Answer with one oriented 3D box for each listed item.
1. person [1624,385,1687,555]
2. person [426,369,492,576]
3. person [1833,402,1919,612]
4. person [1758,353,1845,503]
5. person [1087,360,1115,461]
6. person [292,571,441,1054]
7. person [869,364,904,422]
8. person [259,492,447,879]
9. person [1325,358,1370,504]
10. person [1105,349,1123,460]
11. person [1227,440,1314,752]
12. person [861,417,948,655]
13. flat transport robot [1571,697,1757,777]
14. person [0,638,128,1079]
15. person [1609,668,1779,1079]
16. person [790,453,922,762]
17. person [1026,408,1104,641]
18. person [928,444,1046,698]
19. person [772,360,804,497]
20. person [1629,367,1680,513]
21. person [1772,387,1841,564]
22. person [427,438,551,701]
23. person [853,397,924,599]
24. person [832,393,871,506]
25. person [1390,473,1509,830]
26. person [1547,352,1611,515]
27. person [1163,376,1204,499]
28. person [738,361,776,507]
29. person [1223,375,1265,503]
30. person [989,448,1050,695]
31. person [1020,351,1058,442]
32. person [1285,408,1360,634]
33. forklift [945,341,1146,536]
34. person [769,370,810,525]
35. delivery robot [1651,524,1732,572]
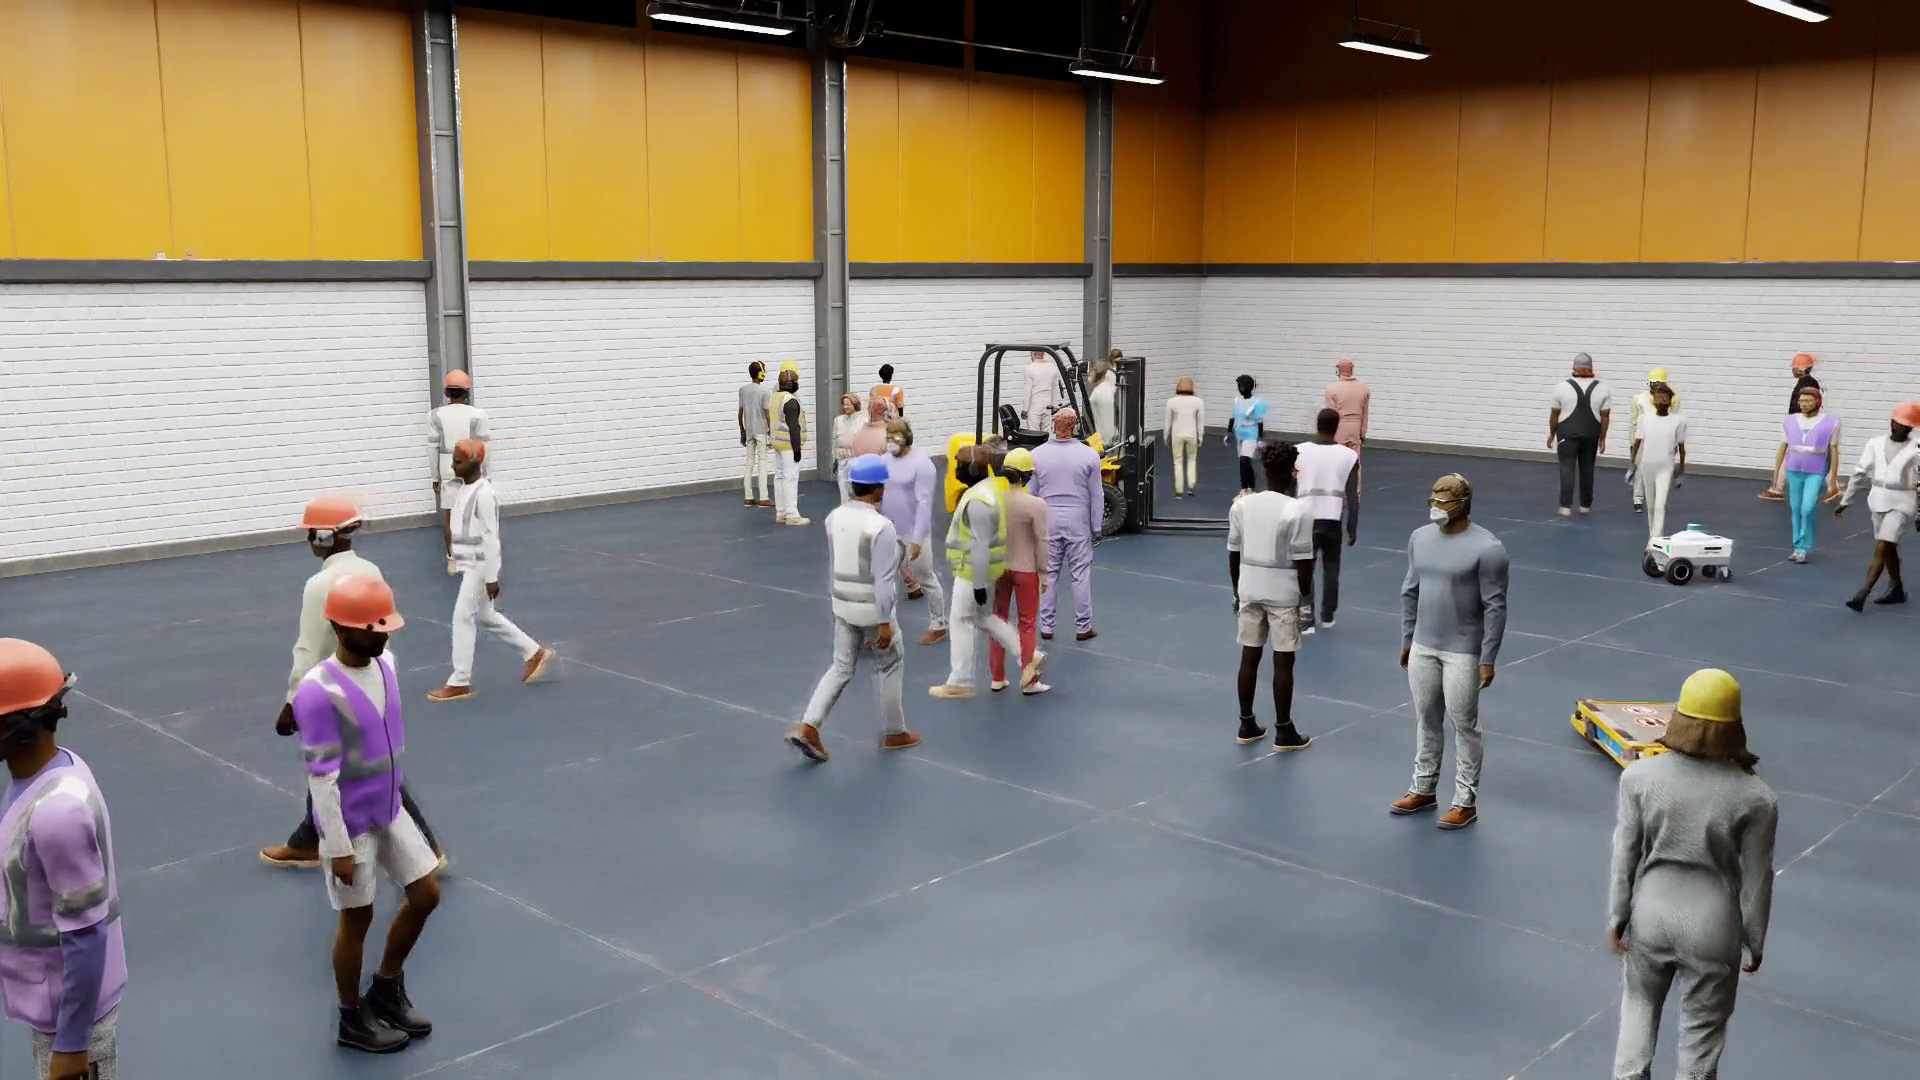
[{"bbox_3d":[7.287,-0.708,17.451,0.519,1.820,0.977,7,12,38],"label":"person"},{"bbox_3d":[-4.940,-0.662,16.478,0.608,2.044,0.379,-1,9,-8],"label":"person"},{"bbox_3d":[8.201,-0.300,14.765,0.999,1.871,0.649,-5,11,-30],"label":"person"},{"bbox_3d":[11.039,-1.457,21.643,0.620,1.958,0.981,-8,12,-40],"label":"person"},{"bbox_3d":[1.848,-1.303,20.868,0.930,1.909,0.628,1,9,9],"label":"person"},{"bbox_3d":[-2.241,1.055,6.340,0.494,1.913,0.566,3,10,16],"label":"person"},{"bbox_3d":[-1.034,-1.634,23.520,0.531,1.694,0.320,3,10,20],"label":"person"},{"bbox_3d":[-3.029,0.733,8.243,1.014,1.953,0.618,0,9,2],"label":"person"},{"bbox_3d":[4.857,-1.345,21.089,0.652,1.904,0.403,-3,10,-20],"label":"person"},{"bbox_3d":[2.332,-1.942,24.933,0.507,1.846,0.345,-5,10,-28],"label":"person"},{"bbox_3d":[1.970,0.348,10.519,0.608,1.965,0.369,9,13,44],"label":"person"},{"bbox_3d":[-0.447,-0.039,13.172,0.638,1.886,1.032,7,12,38],"label":"person"},{"bbox_3d":[4.312,1.237,10.251,0.652,0.197,1.431,1,9,4],"label":"flat transport robot"},{"bbox_3d":[-2.547,1.270,4.641,0.395,2.038,0.615,-6,11,-34],"label":"person"},{"bbox_3d":[2.422,1.279,5.528,0.487,1.736,0.391,7,12,36],"label":"person"},{"bbox_3d":[-0.642,0.419,10.251,0.912,1.915,0.613,-9,13,-43],"label":"person"},{"bbox_3d":[0.864,-0.127,13.608,0.639,1.910,0.407,2,10,14],"label":"person"},{"bbox_3d":[0.198,0.227,11.707,0.762,1.819,0.619,2,9,11],"label":"person"},{"bbox_3d":[-2.297,-1.482,22.180,0.403,1.822,0.588,-4,10,-21],"label":"person"},{"bbox_3d":[8.628,-1.235,20.675,0.592,1.825,0.403,2,9,12],"label":"person"},{"bbox_3d":[8.673,-0.661,17.134,0.647,1.821,0.589,-8,12,-40],"label":"person"},{"bbox_3d":[-3.366,0.192,11.832,0.860,1.857,0.582,-5,11,-29],"label":"person"},{"bbox_3d":[-0.611,-0.367,15.165,0.878,1.872,0.673,-8,12,-39],"label":"person"},{"bbox_3d":[-1.225,-0.854,18.896,0.525,1.636,0.307,5,11,28],"label":"person"},{"bbox_3d":[2.661,0.597,9.076,0.357,1.938,0.638,-7,11,-35],"label":"person"},{"bbox_3d":[7.654,-1.337,20.621,0.691,2.000,0.536,1,9,9],"label":"person"},{"bbox_3d":[2.954,-1.355,22.017,0.521,1.620,0.392,0,9,0],"label":"person"},{"bbox_3d":[-2.586,-1.349,21.223,0.532,1.869,0.311,6,11,31],"label":"person"},{"bbox_3d":[3.646,-1.304,21.578,0.682,1.667,0.531,-5,11,-29],"label":"person"},{"bbox_3d":[0.401,0.223,11.895,0.526,1.768,0.330,5,11,30],"label":"person"},{"bbox_3d":[1.168,-2.017,25.205,0.652,1.906,0.403,-7,12,-38],"label":"person"},{"bbox_3d":[3.018,-0.152,13.913,0.611,1.883,0.683,2,9,9],"label":"person"},{"bbox_3d":[0.977,-1.223,19.452,2.313,2.155,1.214,2,9,11],"label":"forklift"},{"bbox_3d":[-2.031,-1.100,19.780,0.429,1.844,0.625,-5,11,-29],"label":"person"},{"bbox_3d":[7.104,0.087,16.151,0.707,0.478,0.477,-1,9,-7],"label":"delivery robot"}]
